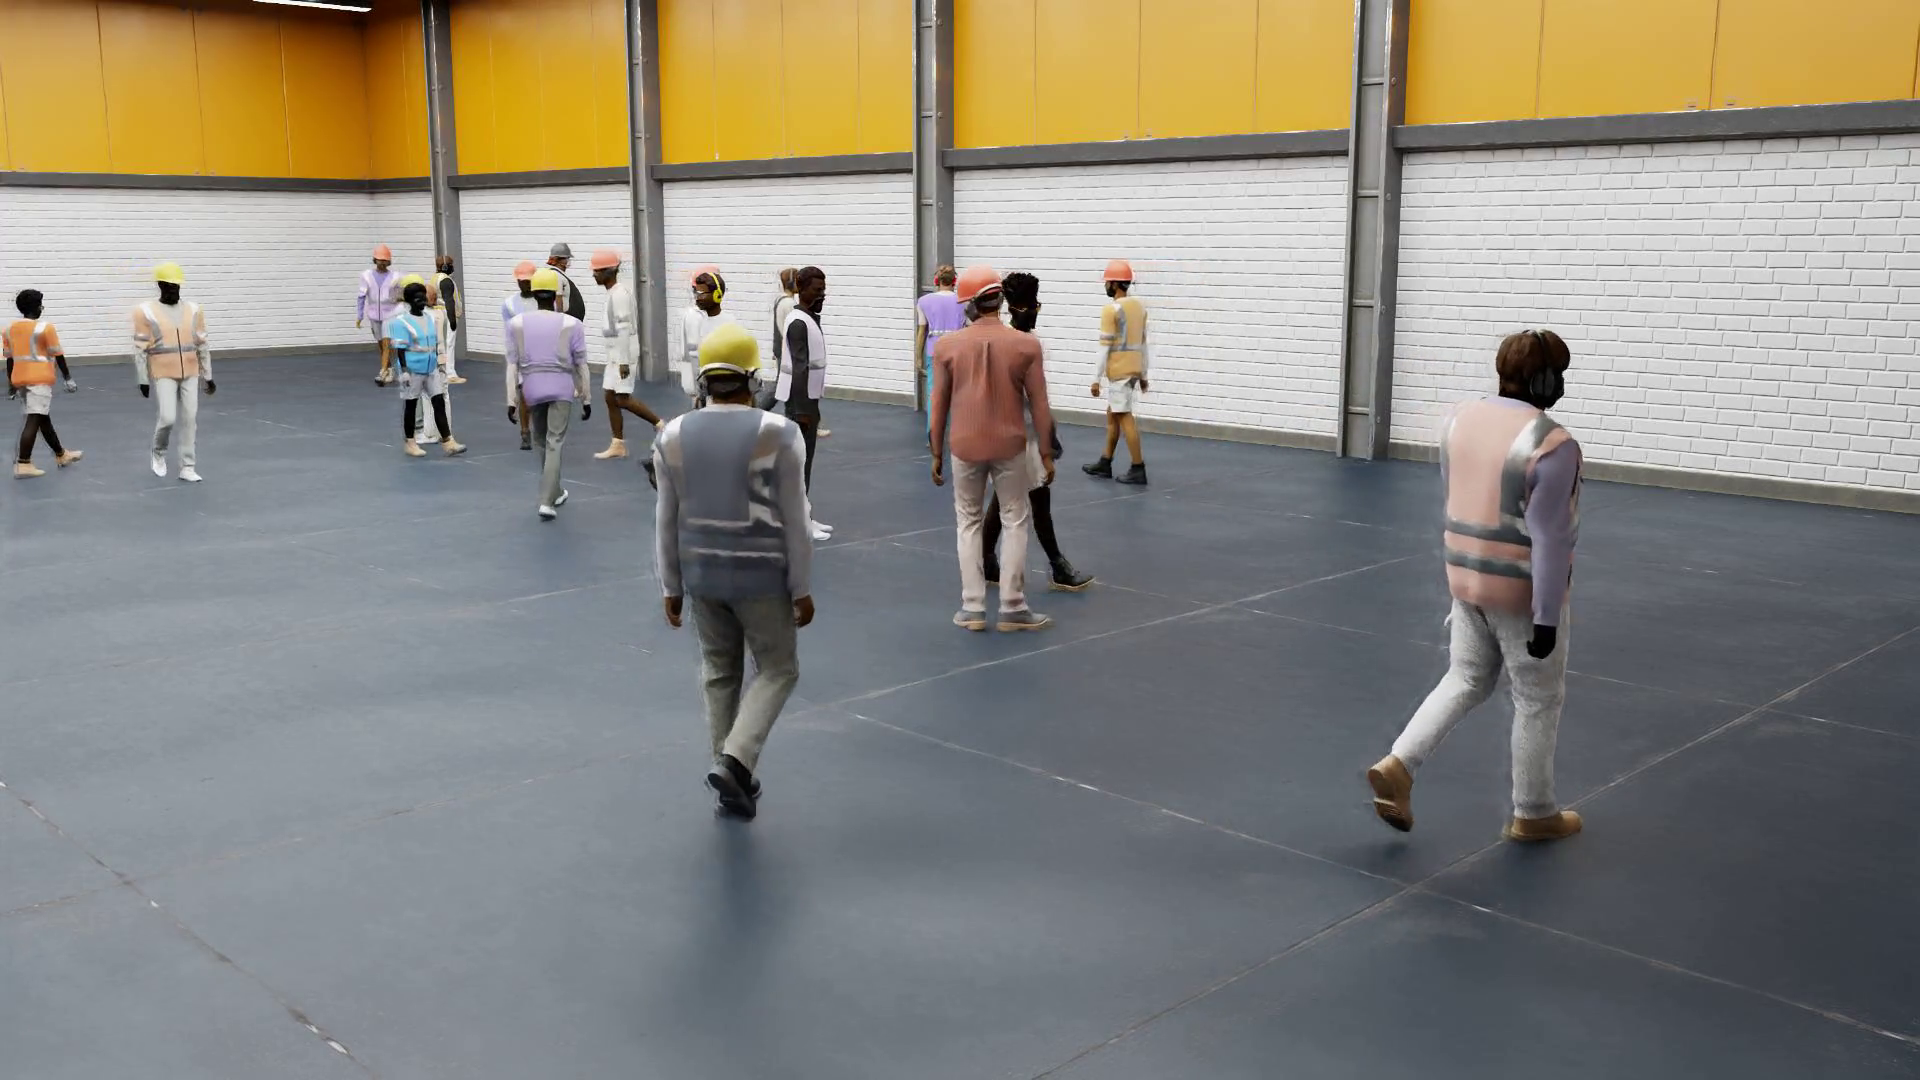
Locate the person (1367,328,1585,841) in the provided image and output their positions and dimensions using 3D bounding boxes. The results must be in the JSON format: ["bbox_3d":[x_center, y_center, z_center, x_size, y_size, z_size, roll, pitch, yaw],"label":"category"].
[{"bbox_3d":[1.836,0.180,5.759,0.750,1.825,0.626,-5,11,-24],"label":"person"}]

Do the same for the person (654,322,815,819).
[{"bbox_3d":[-0.824,0.136,5.985,0.598,1.822,0.542,3,11,17],"label":"person"}]

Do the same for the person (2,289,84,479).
[{"bbox_3d":[-8.183,-1.403,14.856,0.543,1.654,0.873,4,11,21],"label":"person"}]

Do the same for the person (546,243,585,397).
[{"bbox_3d":[-5.232,-2.912,22.025,0.538,2.000,0.690,-2,11,-13],"label":"person"}]

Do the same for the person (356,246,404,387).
[{"bbox_3d":[-8.214,-3.179,23.664,0.616,1.977,1.111,-1,10,-3],"label":"person"}]

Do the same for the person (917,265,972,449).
[{"bbox_3d":[-0.136,-1.813,16.583,0.572,1.840,0.398,-2,11,-9],"label":"person"}]

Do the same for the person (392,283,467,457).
[{"bbox_3d":[-5.102,-1.611,15.905,0.684,1.671,0.552,7,12,32],"label":"person"}]

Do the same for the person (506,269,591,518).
[{"bbox_3d":[-3.141,-1.124,12.732,0.604,1.880,1.015,0,10,0],"label":"person"}]

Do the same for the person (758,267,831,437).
[{"bbox_3d":[-1.849,-1.943,17.392,0.928,1.813,0.523,-3,11,-14],"label":"person"}]

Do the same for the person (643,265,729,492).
[{"bbox_3d":[-2.148,-1.244,13.339,0.759,1.902,0.548,-1,10,-4],"label":"person"}]

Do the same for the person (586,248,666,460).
[{"bbox_3d":[-3.143,-1.746,15.760,0.733,2.015,0.628,-5,11,-25],"label":"person"}]

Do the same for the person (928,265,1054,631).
[{"bbox_3d":[0.166,-0.491,9.022,0.672,1.973,0.457,0,10,2],"label":"person"}]

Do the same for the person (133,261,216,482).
[{"bbox_3d":[-6.814,-1.452,14.422,0.467,1.908,0.589,9,14,41],"label":"person"}]

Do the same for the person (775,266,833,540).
[{"bbox_3d":[-1.103,-0.968,11.761,0.397,1.917,0.590,0,10,1],"label":"person"}]

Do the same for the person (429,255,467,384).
[{"bbox_3d":[-7.412,-3.182,24.036,0.430,1.845,0.619,-7,13,-35],"label":"person"}]

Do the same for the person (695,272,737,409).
[{"bbox_3d":[-1.815,-1.069,12.485,0.330,1.861,0.504,-8,13,-36],"label":"person"}]

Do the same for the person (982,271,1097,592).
[{"bbox_3d":[0.446,-0.630,9.921,0.844,1.909,0.605,2,11,12],"label":"person"}]

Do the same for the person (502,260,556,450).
[{"bbox_3d":[-4.344,-1.892,16.897,0.547,1.902,0.918,-2,11,-12],"label":"person"}]

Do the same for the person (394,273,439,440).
[{"bbox_3d":[-5.624,-1.892,17.291,0.365,1.740,0.506,4,11,22],"label":"person"}]

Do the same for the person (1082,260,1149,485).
[{"bbox_3d":[1.312,-1.447,14.378,0.873,1.907,0.565,8,13,38],"label":"person"}]

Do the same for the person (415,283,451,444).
[{"bbox_3d":[-5.428,-1.801,17.048,0.308,1.645,0.514,4,11,20],"label":"person"}]
